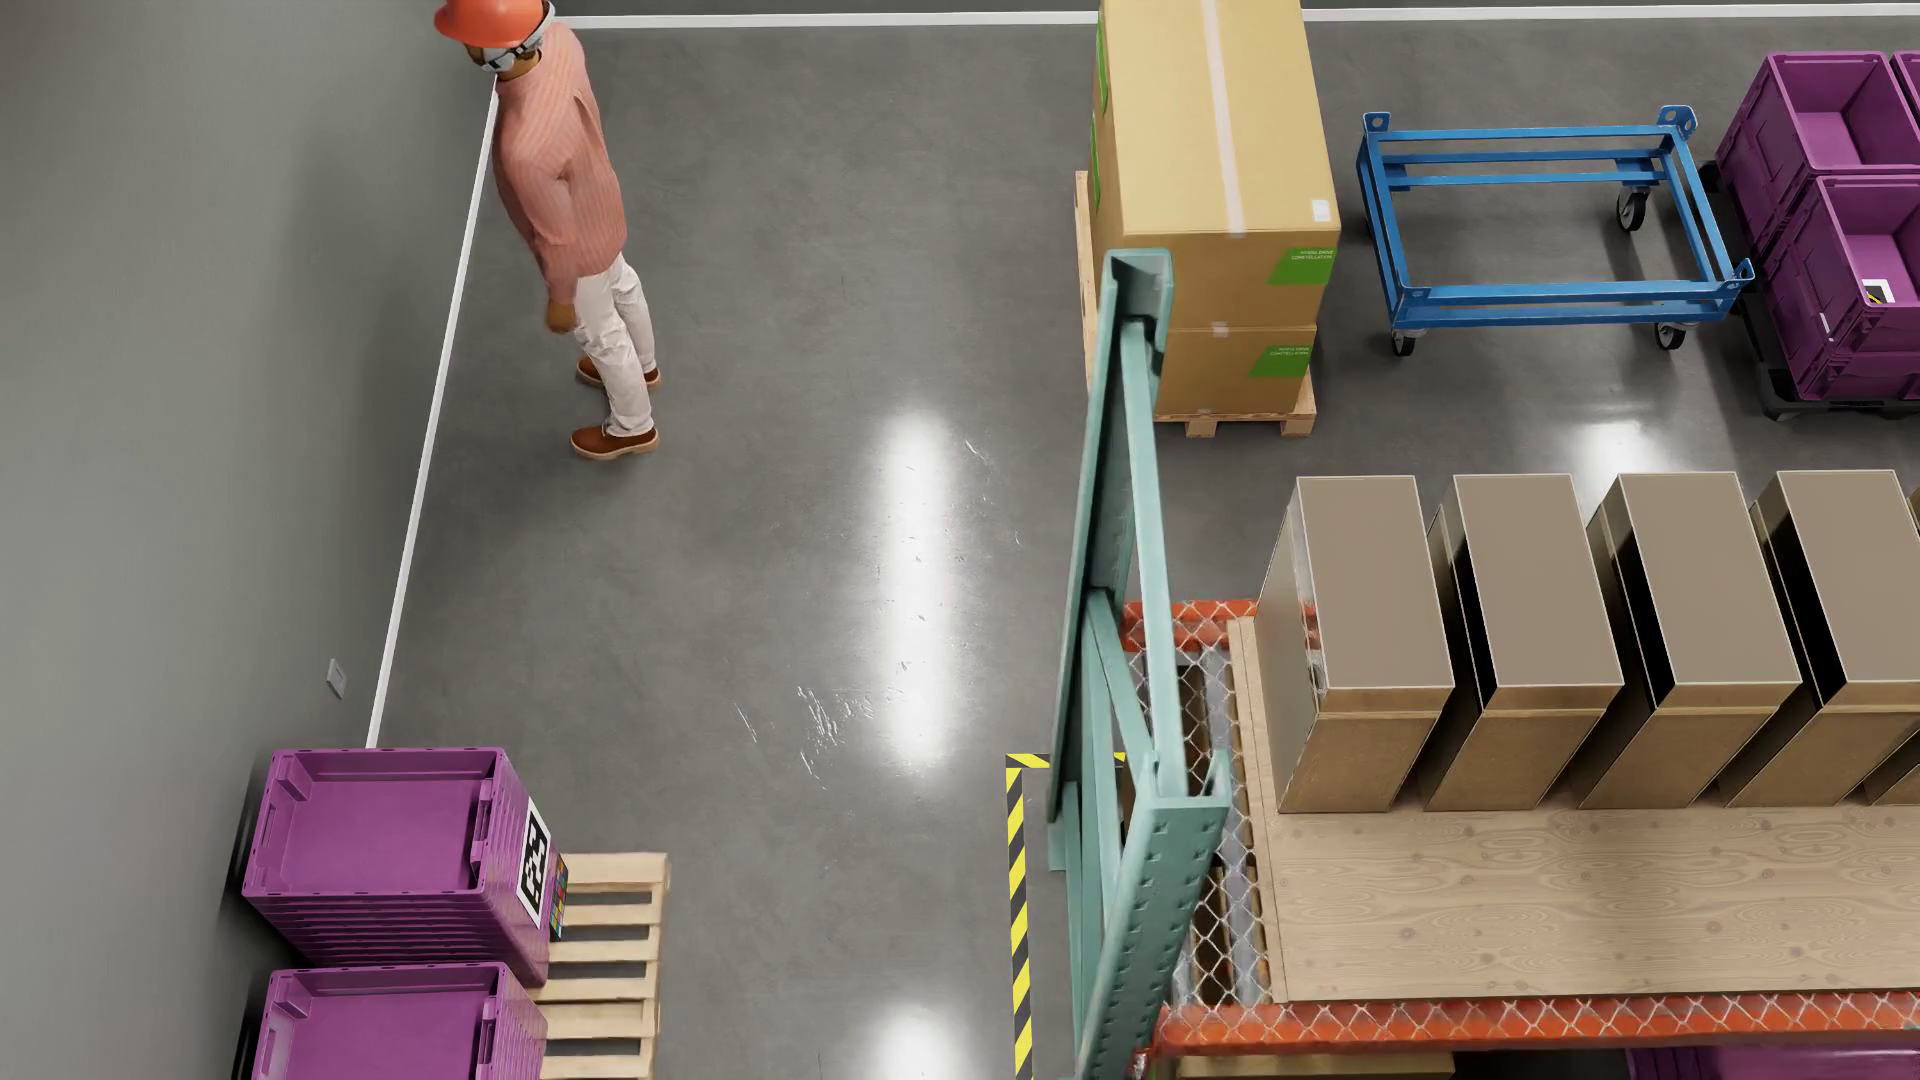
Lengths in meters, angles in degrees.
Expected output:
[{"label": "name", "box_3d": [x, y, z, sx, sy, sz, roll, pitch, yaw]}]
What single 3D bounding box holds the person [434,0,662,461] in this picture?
[{"label": "person", "box_3d": [-1.242, -0.978, 5.245, 0.390, 1.995, 0.613, 1, 58, 1]}]
